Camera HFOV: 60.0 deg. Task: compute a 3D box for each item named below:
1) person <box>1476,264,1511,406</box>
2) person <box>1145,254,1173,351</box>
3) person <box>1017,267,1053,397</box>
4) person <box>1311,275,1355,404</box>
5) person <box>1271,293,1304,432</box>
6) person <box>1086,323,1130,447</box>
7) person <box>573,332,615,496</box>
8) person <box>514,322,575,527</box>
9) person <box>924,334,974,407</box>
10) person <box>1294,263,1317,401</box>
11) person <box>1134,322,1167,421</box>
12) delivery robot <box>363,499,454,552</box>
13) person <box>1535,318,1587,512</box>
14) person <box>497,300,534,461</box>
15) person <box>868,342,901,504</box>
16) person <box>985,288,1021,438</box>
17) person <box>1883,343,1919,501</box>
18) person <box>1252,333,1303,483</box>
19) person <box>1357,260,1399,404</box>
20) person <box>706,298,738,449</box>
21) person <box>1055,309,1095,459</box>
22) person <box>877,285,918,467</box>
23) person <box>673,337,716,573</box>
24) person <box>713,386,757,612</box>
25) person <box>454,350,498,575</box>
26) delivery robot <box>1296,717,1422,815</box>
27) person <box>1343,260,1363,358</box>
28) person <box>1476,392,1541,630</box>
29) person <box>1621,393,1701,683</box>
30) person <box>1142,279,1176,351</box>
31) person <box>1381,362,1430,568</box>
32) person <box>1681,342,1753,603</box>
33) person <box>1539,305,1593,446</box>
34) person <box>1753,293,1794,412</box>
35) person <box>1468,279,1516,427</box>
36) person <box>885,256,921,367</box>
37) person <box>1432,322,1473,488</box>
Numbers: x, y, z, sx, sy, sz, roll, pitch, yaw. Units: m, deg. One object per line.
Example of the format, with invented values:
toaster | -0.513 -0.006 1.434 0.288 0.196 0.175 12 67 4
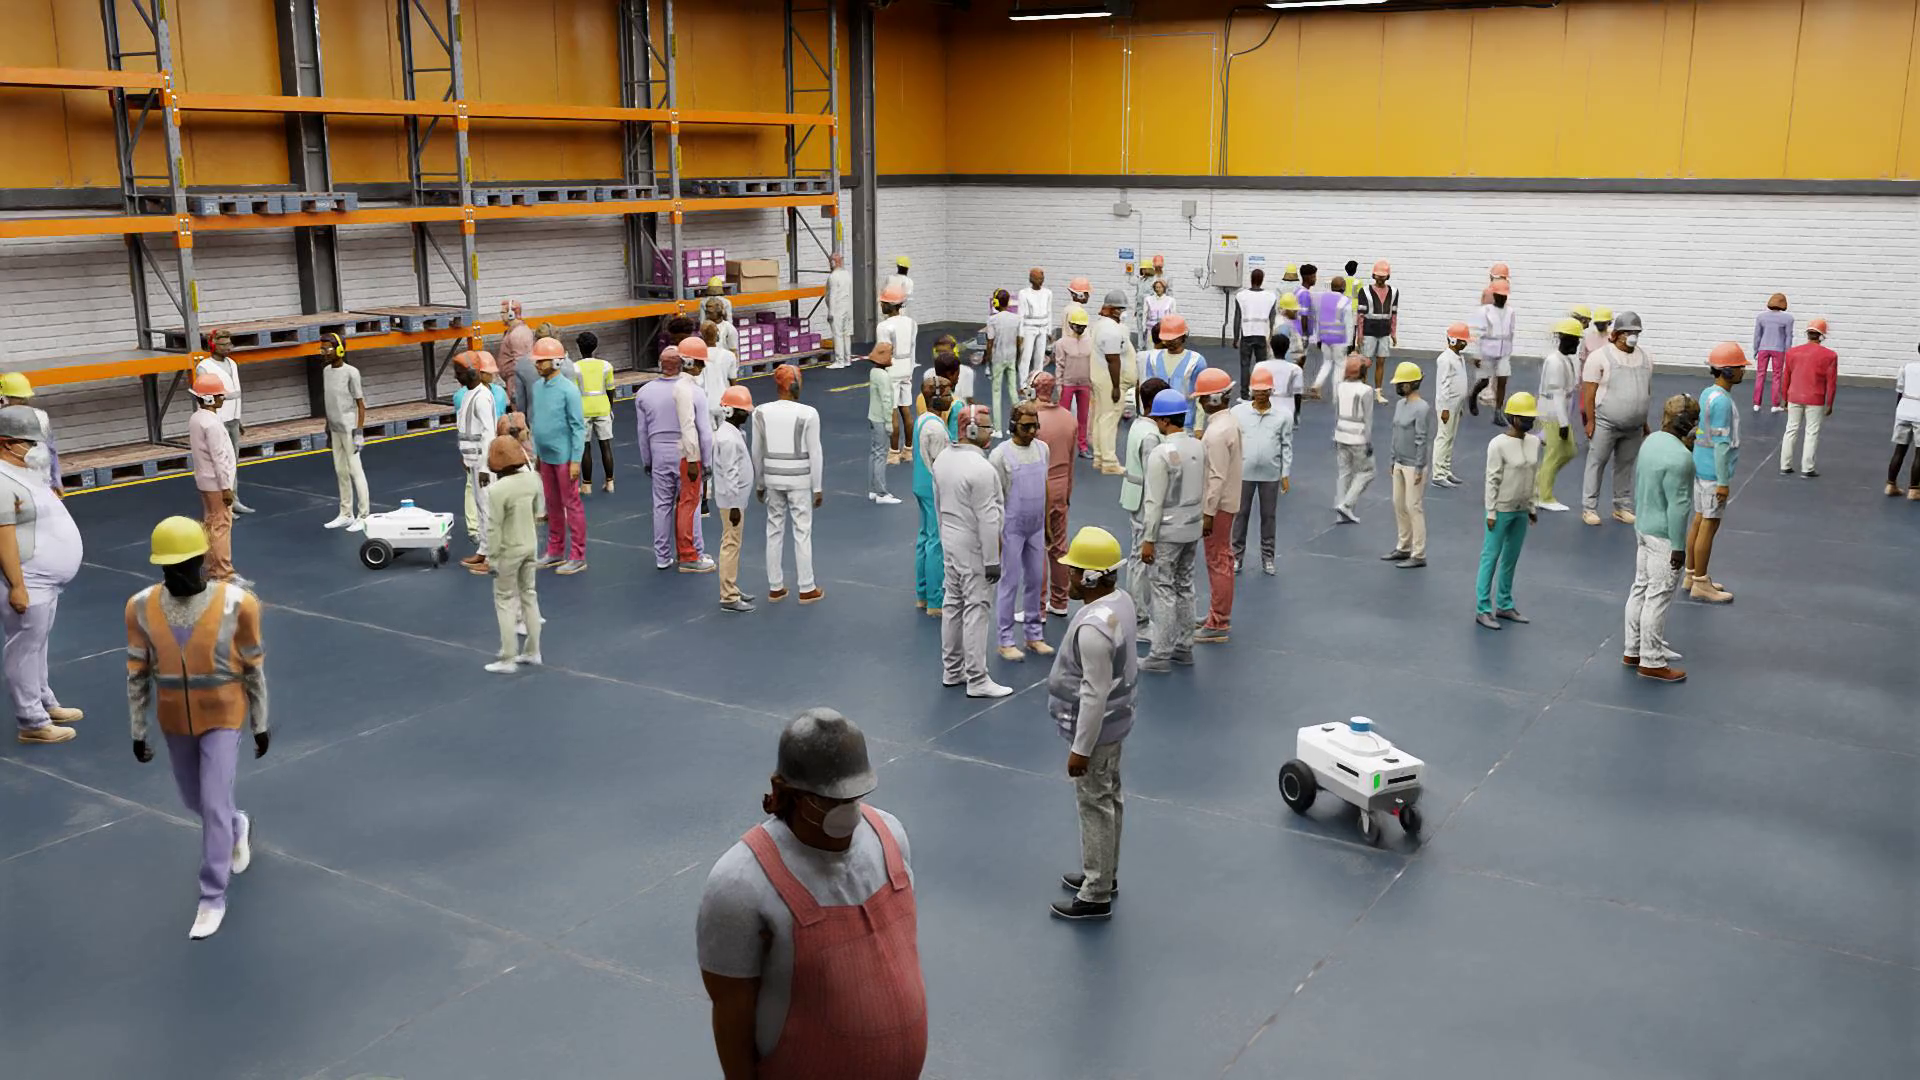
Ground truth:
person | 7.534 -2.903 23.517 0.392 1.985 0.609 0 13 1
person | 3.555 -4.263 29.933 0.572 1.746 0.346 0 13 -2
person | 1.094 -3.036 24.319 0.584 1.882 0.337 -8 15 -30
person | 5.301 -2.828 23.556 0.482 1.821 0.660 -11 17 -39
person | 4.136 -2.248 21.112 0.429 1.796 0.622 3 13 13
person | 1.728 -1.977 19.910 0.555 1.800 0.736 -2 13 -10
person | -3.824 -1.306 17.225 0.540 1.695 0.317 -9 16 -35
person | -3.888 -1.083 15.736 0.630 1.934 0.366 4 14 17
person | -0.077 -1.054 15.828 0.526 1.848 0.838 2 13 8
person | 4.937 -2.991 23.942 0.367 1.964 0.609 1 13 4
person | 1.968 -1.259 16.686 0.529 1.856 0.349 12 18 42
delivery robot | -4.738 -0.105 14.311 0.707 0.478 0.477 -1 13 -4
person | 5.911 -1.234 16.422 0.412 1.907 0.597 8 15 31
person | -4.957 -1.730 18.604 0.400 1.907 0.644 -2 13 -8
person | -0.785 -1.189 16.857 0.279 1.633 0.497 -4 14 -16
person | 0.536 -2.200 20.757 0.523 1.860 0.317 -7 15 -28
person | 9.762 -1.237 16.947 0.320 1.683 0.541 -5 14 -21
person | 3.327 -1.351 17.509 0.533 1.653 0.889 1 13 5
person | 5.900 -2.922 23.480 0.609 2.040 0.395 -2 13 -10
person | -2.859 -1.955 19.730 0.507 1.838 0.351 9 16 33
person | 1.346 -1.782 19.162 0.522 1.758 0.350 -5 14 -20
person | -0.747 -1.854 18.832 0.364 2.048 0.605 10 16 37
person | -2.266 -0.724 14.061 0.403 1.985 0.622 -3 13 -13
person | -1.725 -0.326 12.864 0.344 1.743 0.573 -2 13 -7
person | -4.042 -0.654 13.983 0.362 1.887 0.575 -6 14 -24
delivery robot | 2.098 1.174 8.762 0.477 0.478 0.707 -6 14 -25
person | 6.786 -4.017 28.986 0.540 1.696 0.316 11 17 40
person | 4.110 -0.225 12.381 0.526 1.769 0.328 -8 15 -30
person | 4.706 -0.022 11.135 0.355 1.932 0.637 0 13 2
person | 3.033 -3.156 25.372 0.514 1.642 0.314 4 13 15
person | 3.822 -0.646 14.243 0.341 1.755 0.532 -3 13 -11
person | 5.972 -0.537 13.123 0.364 2.048 0.608 3 13 12
person | 7.312 -1.972 20.053 0.545 1.726 0.527 3 13 12
person | 11.171 -2.579 22.886 0.501 1.631 0.287 12 17 41
person | 6.997 -2.479 21.846 0.556 1.915 0.811 -2 13 -9
person | -1.025 -3.730 27.366 0.594 1.878 0.975 8 15 33
person | 5.231 -1.437 17.678 0.330 1.748 0.560 8 15 30
